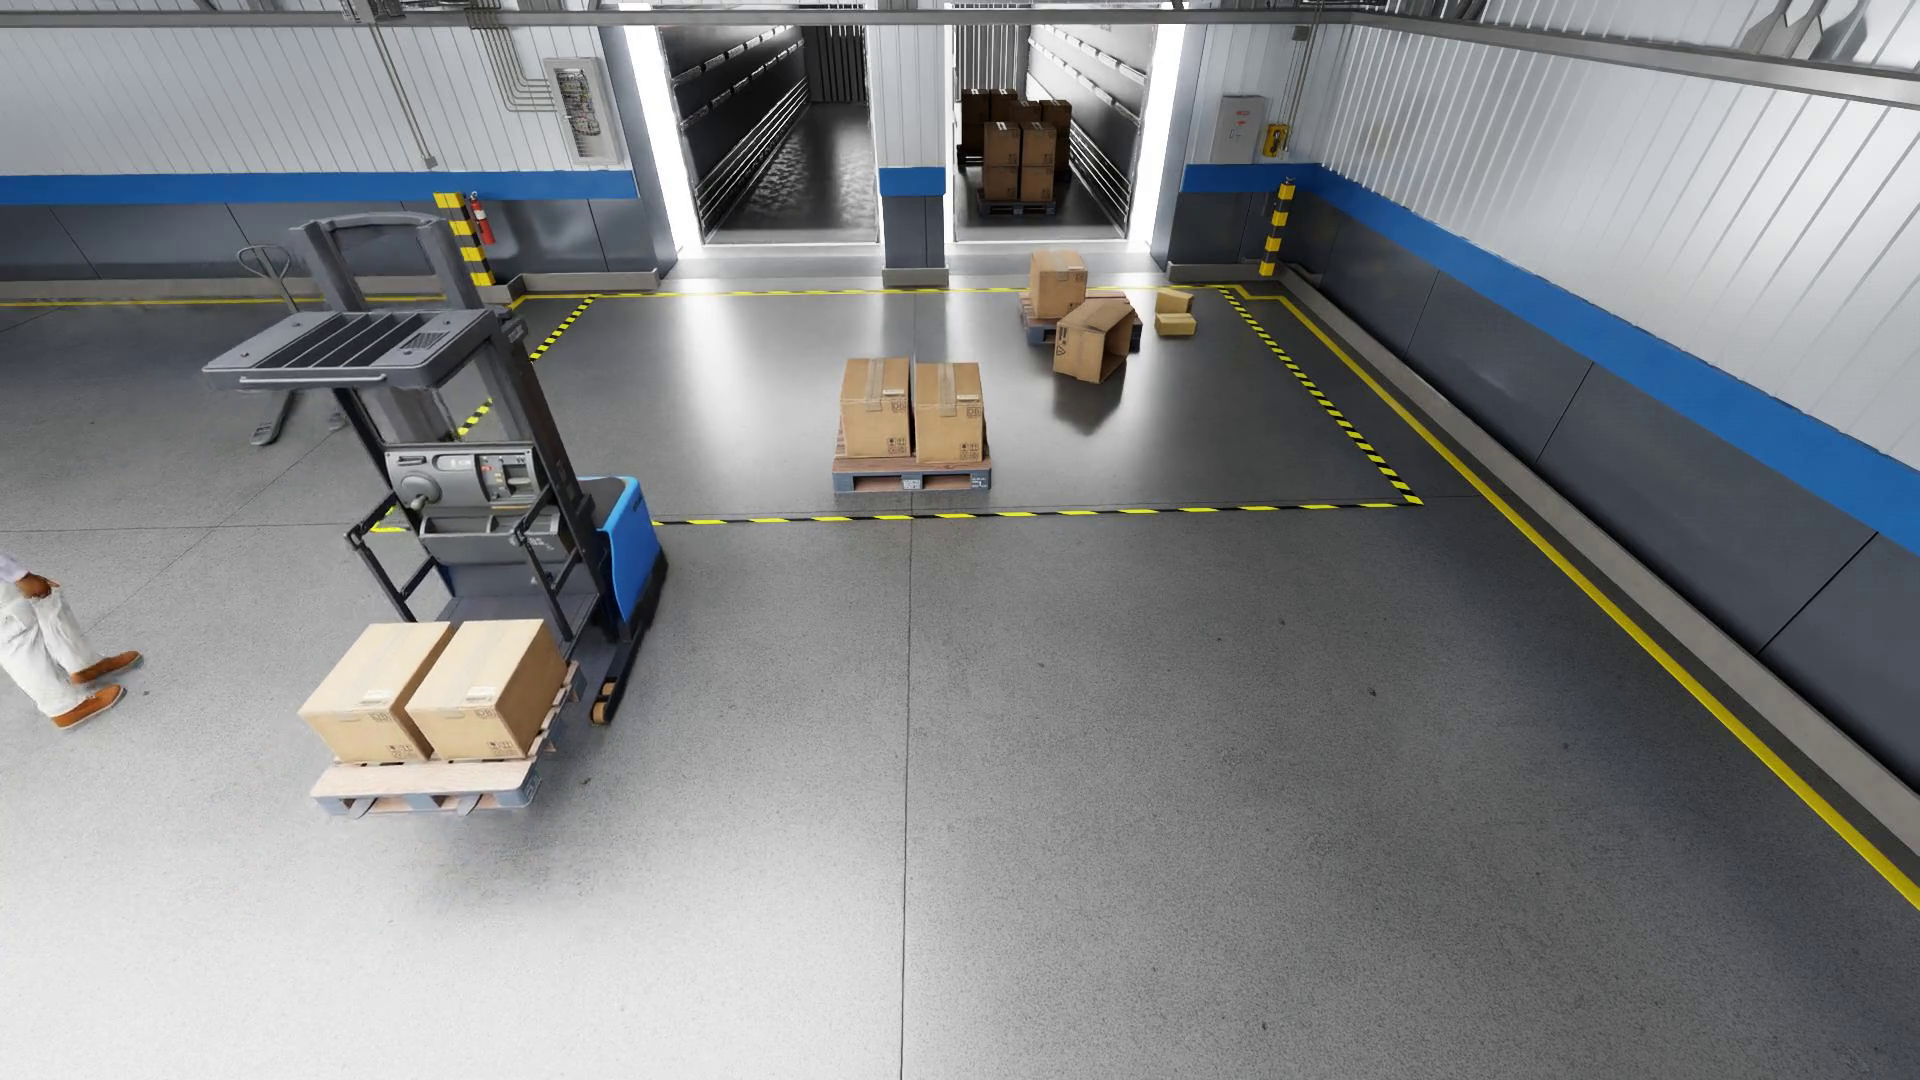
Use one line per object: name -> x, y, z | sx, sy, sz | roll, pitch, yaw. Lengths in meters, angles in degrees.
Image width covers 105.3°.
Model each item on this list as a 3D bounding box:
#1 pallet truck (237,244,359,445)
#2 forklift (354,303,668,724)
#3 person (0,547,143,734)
pallet truck -> -5.915, -1.733, 6.366 | 0.680, 1.201, 1.601 | -18, 42, -21
forklift -> -2.279, -0.314, 3.933 | 0.716, 2.013, 0.776 | -1, 38, -2
person -> -4.696, 0.117, 3.470 | 0.644, 1.932, 0.510 | 8, 39, 10
